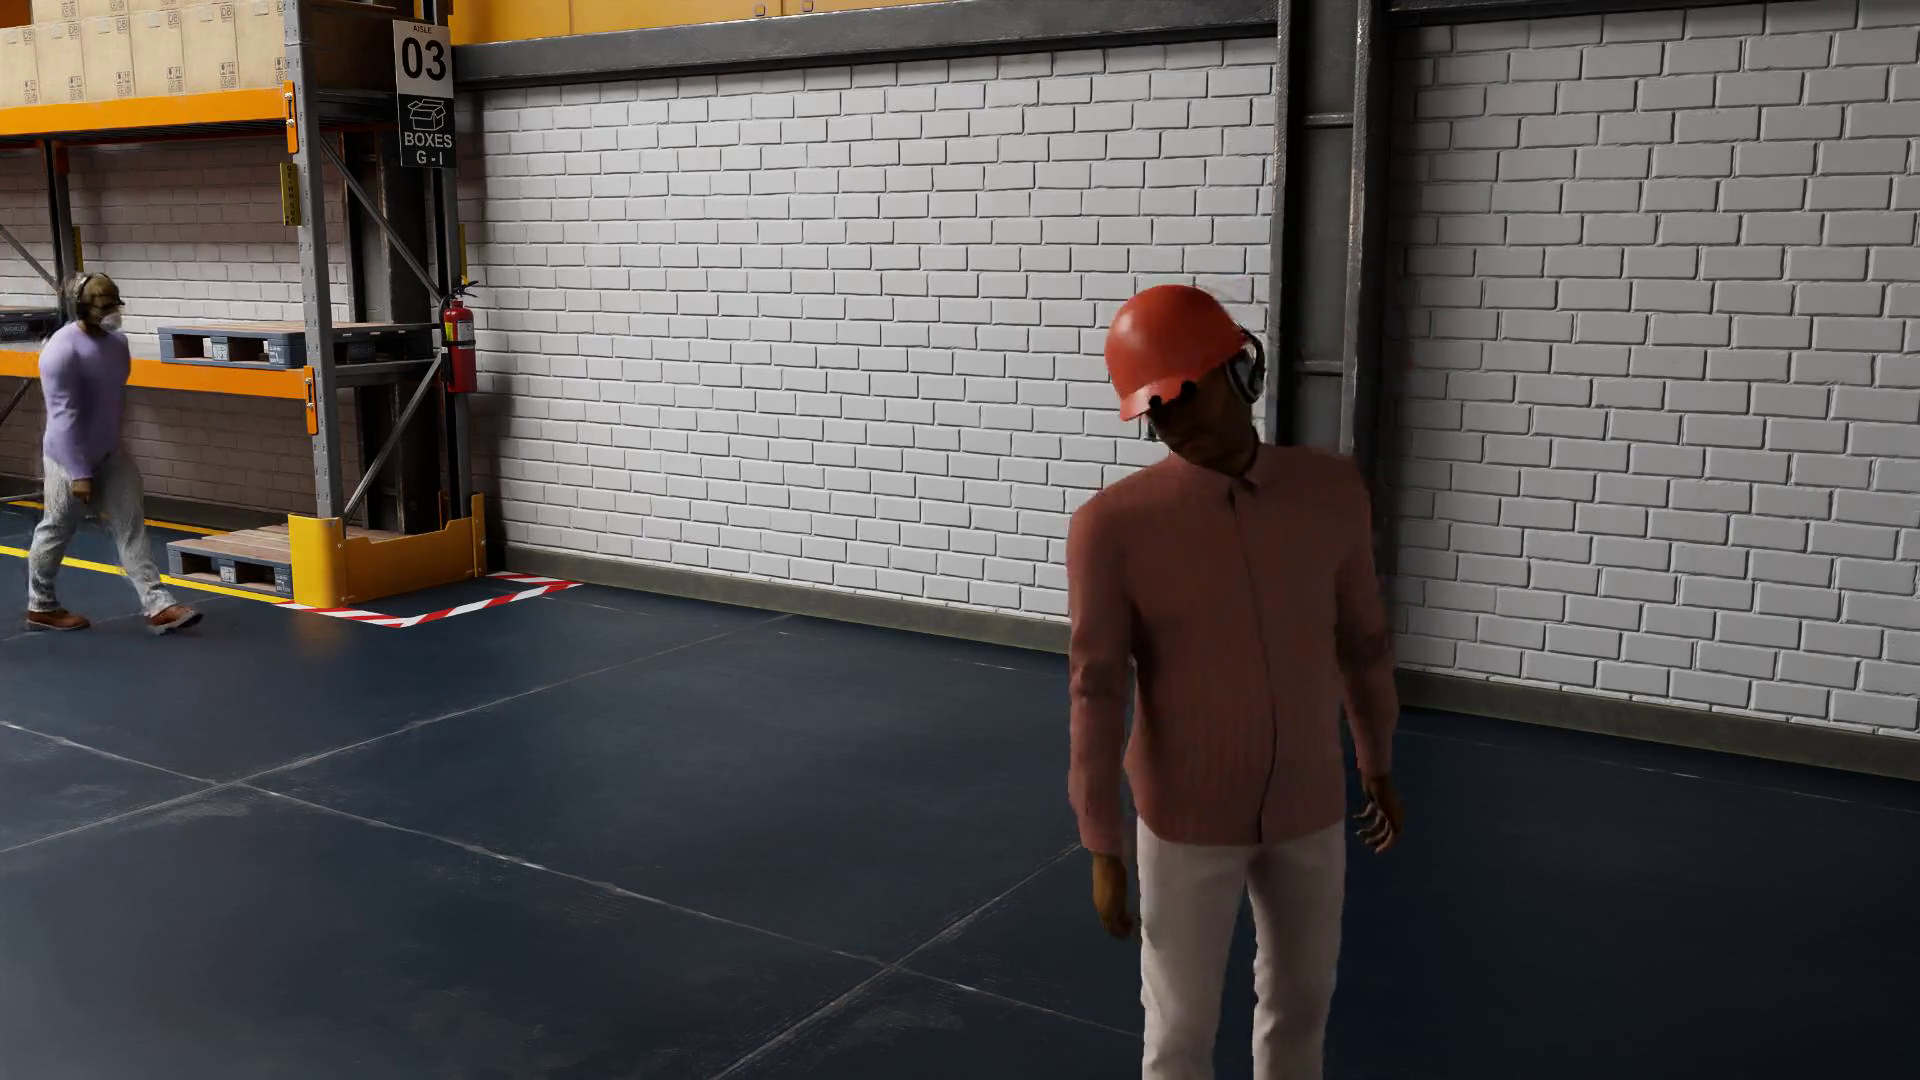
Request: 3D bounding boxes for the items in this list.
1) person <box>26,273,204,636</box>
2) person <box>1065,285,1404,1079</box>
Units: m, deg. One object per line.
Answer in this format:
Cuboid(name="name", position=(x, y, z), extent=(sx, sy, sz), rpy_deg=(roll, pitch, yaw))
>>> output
Cuboid(name="person", position=(-4.381, -0.408, 8.410), extent=(1.079, 1.851, 0.634), rpy_deg=(2, 10, 12))
Cuboid(name="person", position=(0.566, 0.503, 3.151), extent=(0.766, 1.946, 0.361), rpy_deg=(-3, 11, -17))
